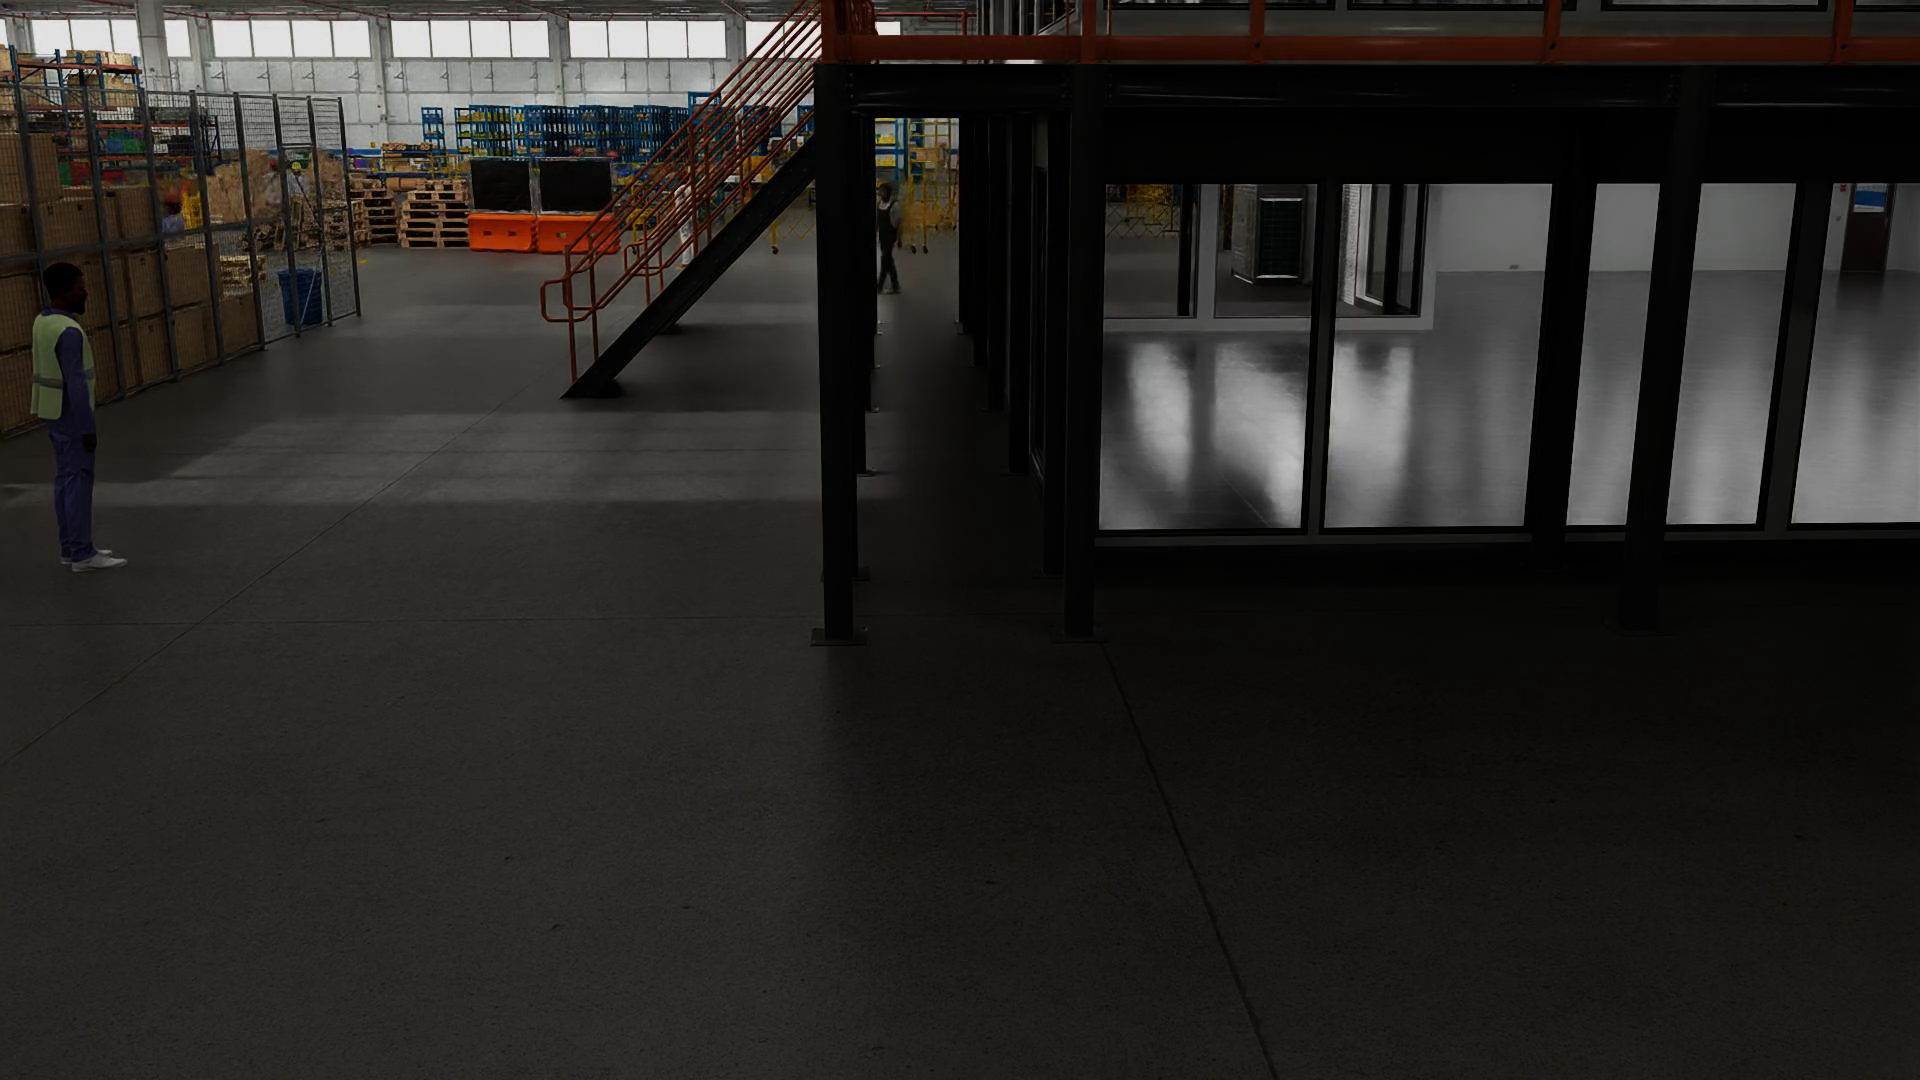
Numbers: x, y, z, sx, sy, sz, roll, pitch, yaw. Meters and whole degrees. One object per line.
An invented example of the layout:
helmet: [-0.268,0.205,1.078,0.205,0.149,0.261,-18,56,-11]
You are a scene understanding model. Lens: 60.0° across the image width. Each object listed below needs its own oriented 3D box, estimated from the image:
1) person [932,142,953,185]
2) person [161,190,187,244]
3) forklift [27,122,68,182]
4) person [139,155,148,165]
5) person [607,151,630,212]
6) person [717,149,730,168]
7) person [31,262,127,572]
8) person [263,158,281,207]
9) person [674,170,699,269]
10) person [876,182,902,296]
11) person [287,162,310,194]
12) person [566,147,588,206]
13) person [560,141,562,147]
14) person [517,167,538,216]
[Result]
person: [-0.819,-17.124,75.661,0.963,1.958,0.630,4,15,17]
person: [-10.403,-3.707,22.181,0.554,1.878,1.003,5,15,18]
forklift: [-35.376,-14.773,64.377,1.129,2.768,1.873,-1,14,-2]
person: [-40.579,-18.823,82.860,0.538,1.744,0.688,-2,14,-6]
person: [-10.836,-11.296,52.474,0.949,1.890,0.549,2,14,8]
person: [-11.098,-17.620,77.959,0.600,1.792,0.911,-2,14,-7]
person: [-5.522,-0.752,10.313,0.384,1.913,0.593,-12,19,-41]
person: [-16.092,-7.957,39.028,0.612,1.968,0.816,3,14,11]
person: [-5.251,-6.151,31.933,0.355,1.887,0.573,10,17,35]
person: [-1.271,-4.855,26.907,0.511,1.804,0.903,13,19,43]
person: [-16.194,-8.334,40.765,0.600,1.831,0.404,-12,18,-40]
person: [-12.152,-11.466,52.914,0.795,2.018,0.620,7,15,25]
person: [-21.757,-20.920,91.034,0.389,1.850,0.563,-3,14,-12]
person: [-10.342,-8.049,39.815,0.492,1.740,0.325,-6,15,-24]
